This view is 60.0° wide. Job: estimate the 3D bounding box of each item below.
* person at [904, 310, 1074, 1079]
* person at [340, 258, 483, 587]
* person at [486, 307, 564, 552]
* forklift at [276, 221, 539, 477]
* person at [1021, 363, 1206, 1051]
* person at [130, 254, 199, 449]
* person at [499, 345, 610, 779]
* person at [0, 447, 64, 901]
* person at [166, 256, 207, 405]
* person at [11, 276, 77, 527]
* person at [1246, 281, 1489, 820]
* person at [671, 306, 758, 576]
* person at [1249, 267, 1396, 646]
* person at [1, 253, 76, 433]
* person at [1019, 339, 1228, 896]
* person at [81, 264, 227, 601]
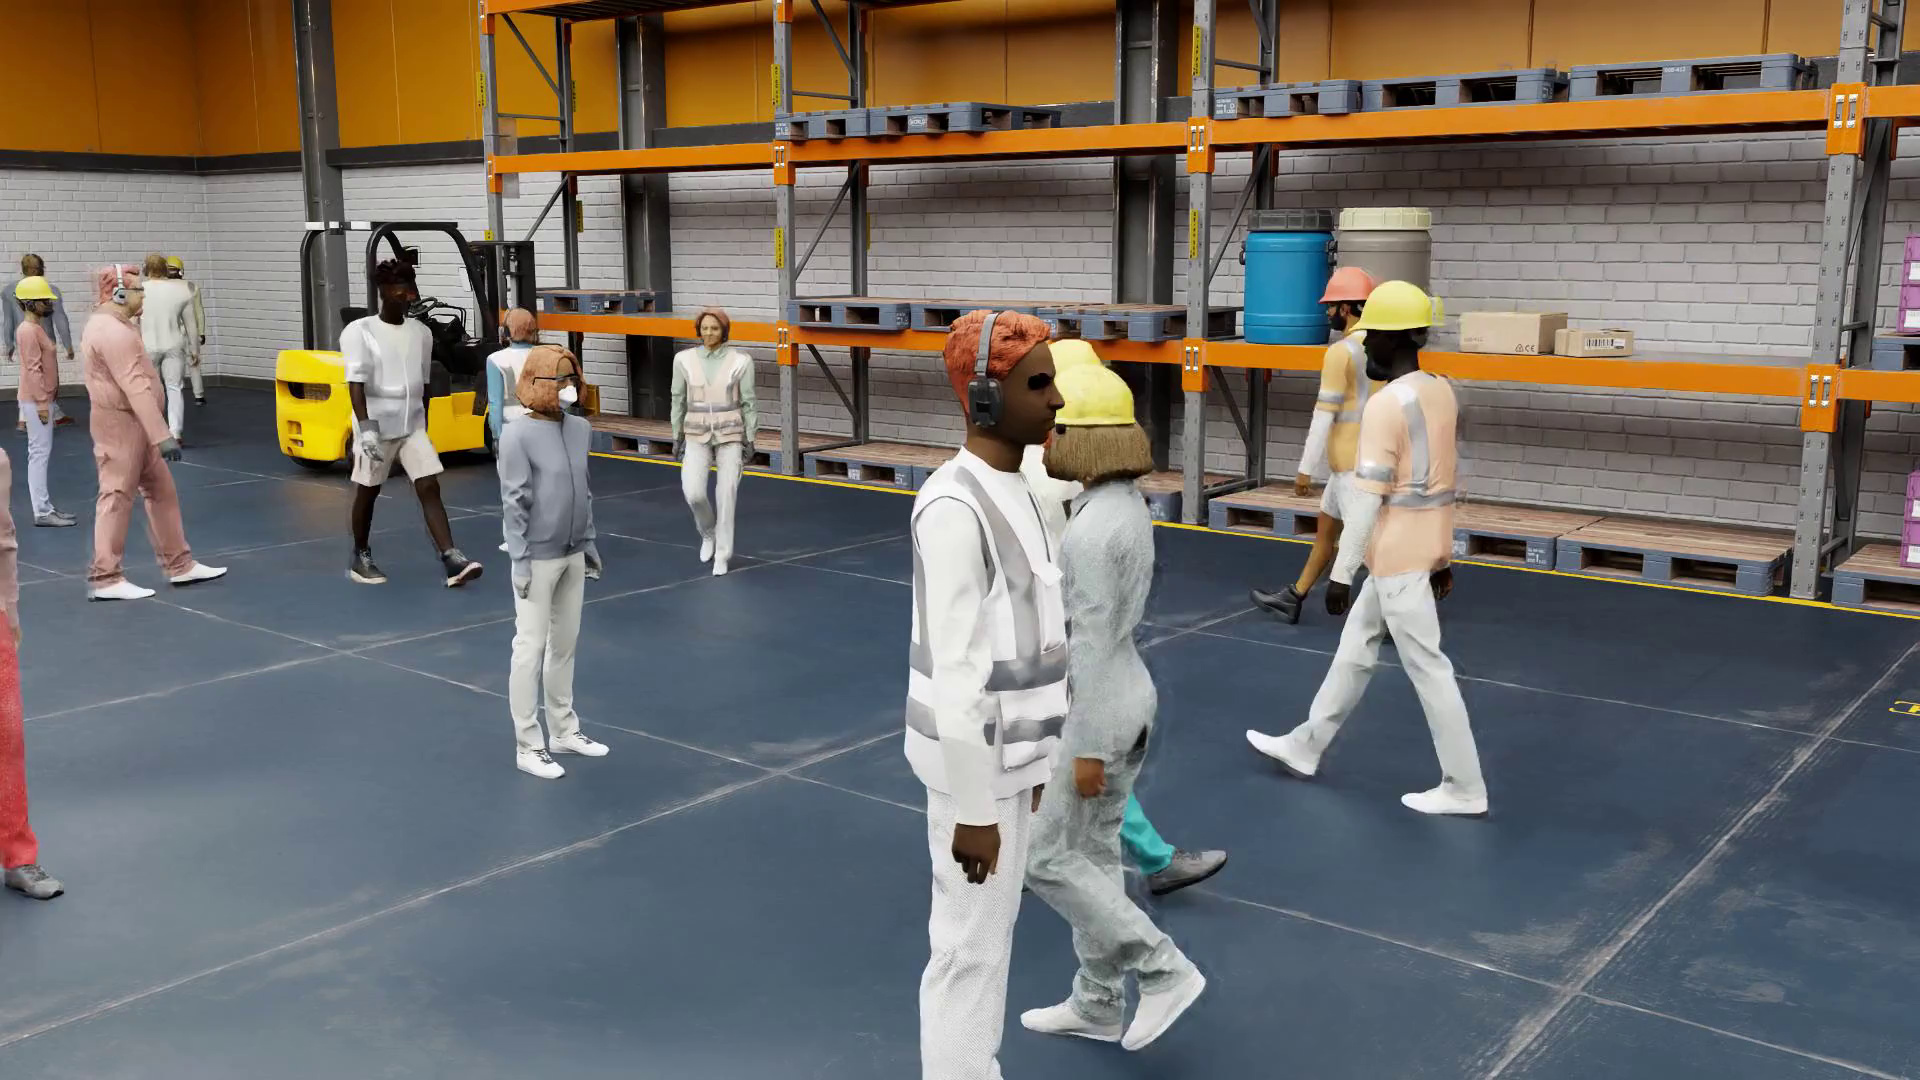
[{"bbox_3d":[0.071,0.472,3.457,0.355,1.883,0.573,2,10,10],"label":"person"},{"bbox_3d":[-3.251,-0.659,9.633,1.015,1.907,0.626,8,13,38],"label":"person"},{"bbox_3d":[-2.715,-0.669,10.566,0.537,1.609,0.793,-8,13,-38],"label":"person"},{"bbox_3d":[-4.922,-1.741,14.854,1.214,2.155,2.313,8,13,38],"label":"forklift"},{"bbox_3d":[0.345,0.434,4.076,0.415,1.729,0.502,3,11,16],"label":"person"},{"bbox_3d":[-7.830,-1.855,16.344,0.655,1.879,1.035,-5,11,-24],"label":"person"},{"bbox_3d":[-1.549,0.071,6.362,0.285,1.633,0.501,5,11,24],"label":"person"},{"bbox_3d":[-3.207,0.235,5.175,0.855,1.734,0.540,6,12,31],"label":"person"},{"bbox_3d":[-9.564,-2.555,20.391,0.586,1.823,0.403,-4,11,-23],"label":"person"},{"bbox_3d":[-6.509,-0.977,11.806,0.314,1.769,0.524,-5,11,-26],"label":"person"},{"bbox_3d":[1.489,0.028,5.925,0.970,1.871,0.610,7,12,33],"label":"person"},{"bbox_3d":[-1.484,-0.599,10.073,0.536,1.623,0.388,0,10,0],"label":"person"},{"bbox_3d":[1.931,-0.428,8.434,0.978,1.881,0.567,8,13,38],"label":"person"},{"bbox_3d":[-9.783,-2.084,17.631,0.653,1.890,1.033,1,10,8],"label":"person"},{"bbox_3d":[0.365,0.261,5.043,0.877,1.717,0.547,-1,10,-4],"label":"person"},{"bbox_3d":[-4.565,-0.602,9.406,0.804,1.880,0.650,-5,11,-26],"label":"person"}]
